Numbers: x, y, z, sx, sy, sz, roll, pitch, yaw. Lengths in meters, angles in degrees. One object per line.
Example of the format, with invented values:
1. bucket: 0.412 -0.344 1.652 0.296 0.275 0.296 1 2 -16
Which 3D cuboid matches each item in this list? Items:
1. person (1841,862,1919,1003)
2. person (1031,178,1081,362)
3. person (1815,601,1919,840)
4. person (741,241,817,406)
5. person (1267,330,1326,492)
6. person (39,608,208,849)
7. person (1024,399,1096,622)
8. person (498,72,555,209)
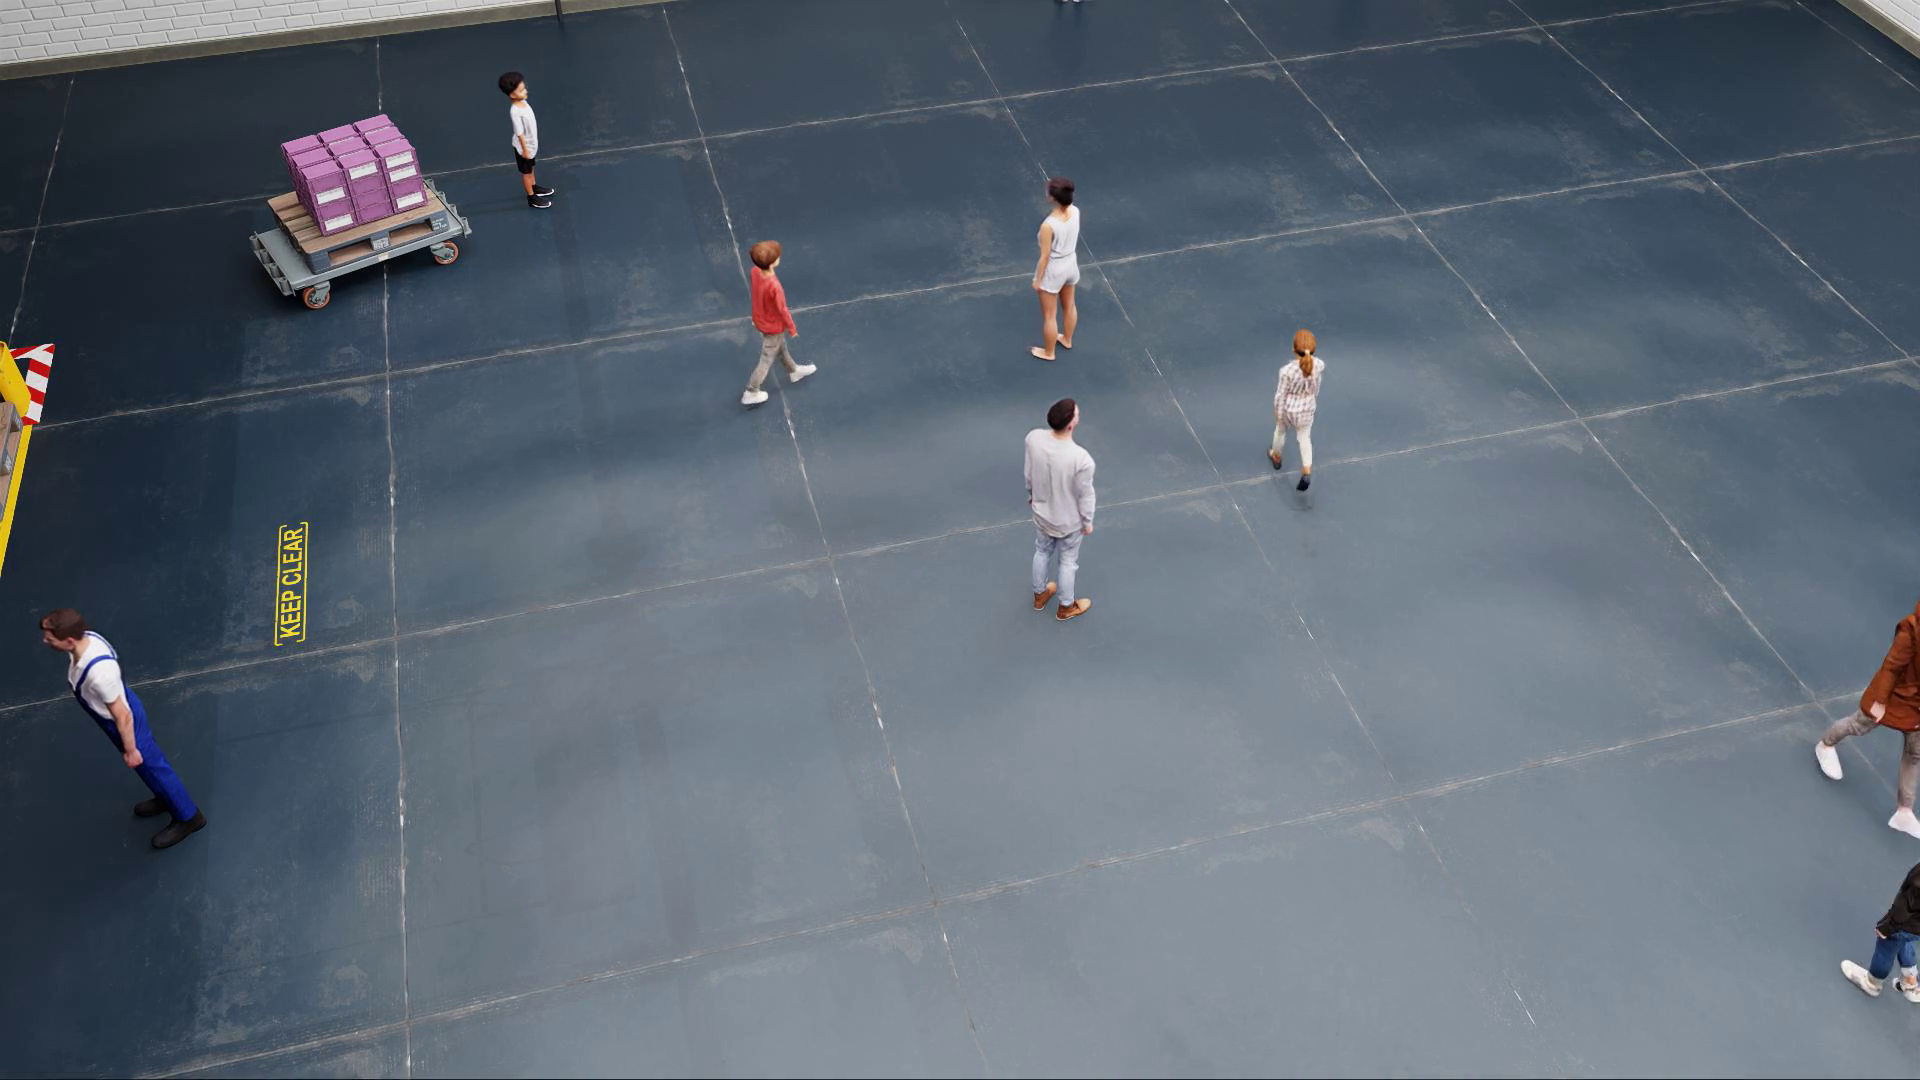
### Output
1. person: 5.092 2.029 8.762 0.659 1.468 0.710 -18 46 -18
2. person: 0.767 -2.133 13.008 0.662 1.637 0.644 34 53 31
3. person: 5.506 0.847 9.770 0.800 1.789 1.135 -6 44 -7
4. person: -1.501 -1.621 12.654 0.801 1.384 0.942 -26 49 -25
5. person: 2.451 -0.923 11.985 0.573 1.295 0.867 -7 44 -7
6. person: -4.786 1.046 9.517 0.765 1.849 0.626 -26 49 -25
7. person: 0.649 -0.202 10.833 0.729 1.840 0.825 28 50 26
8. person: -3.881 -3.575 14.793 0.594 1.262 0.497 0 44 -1
